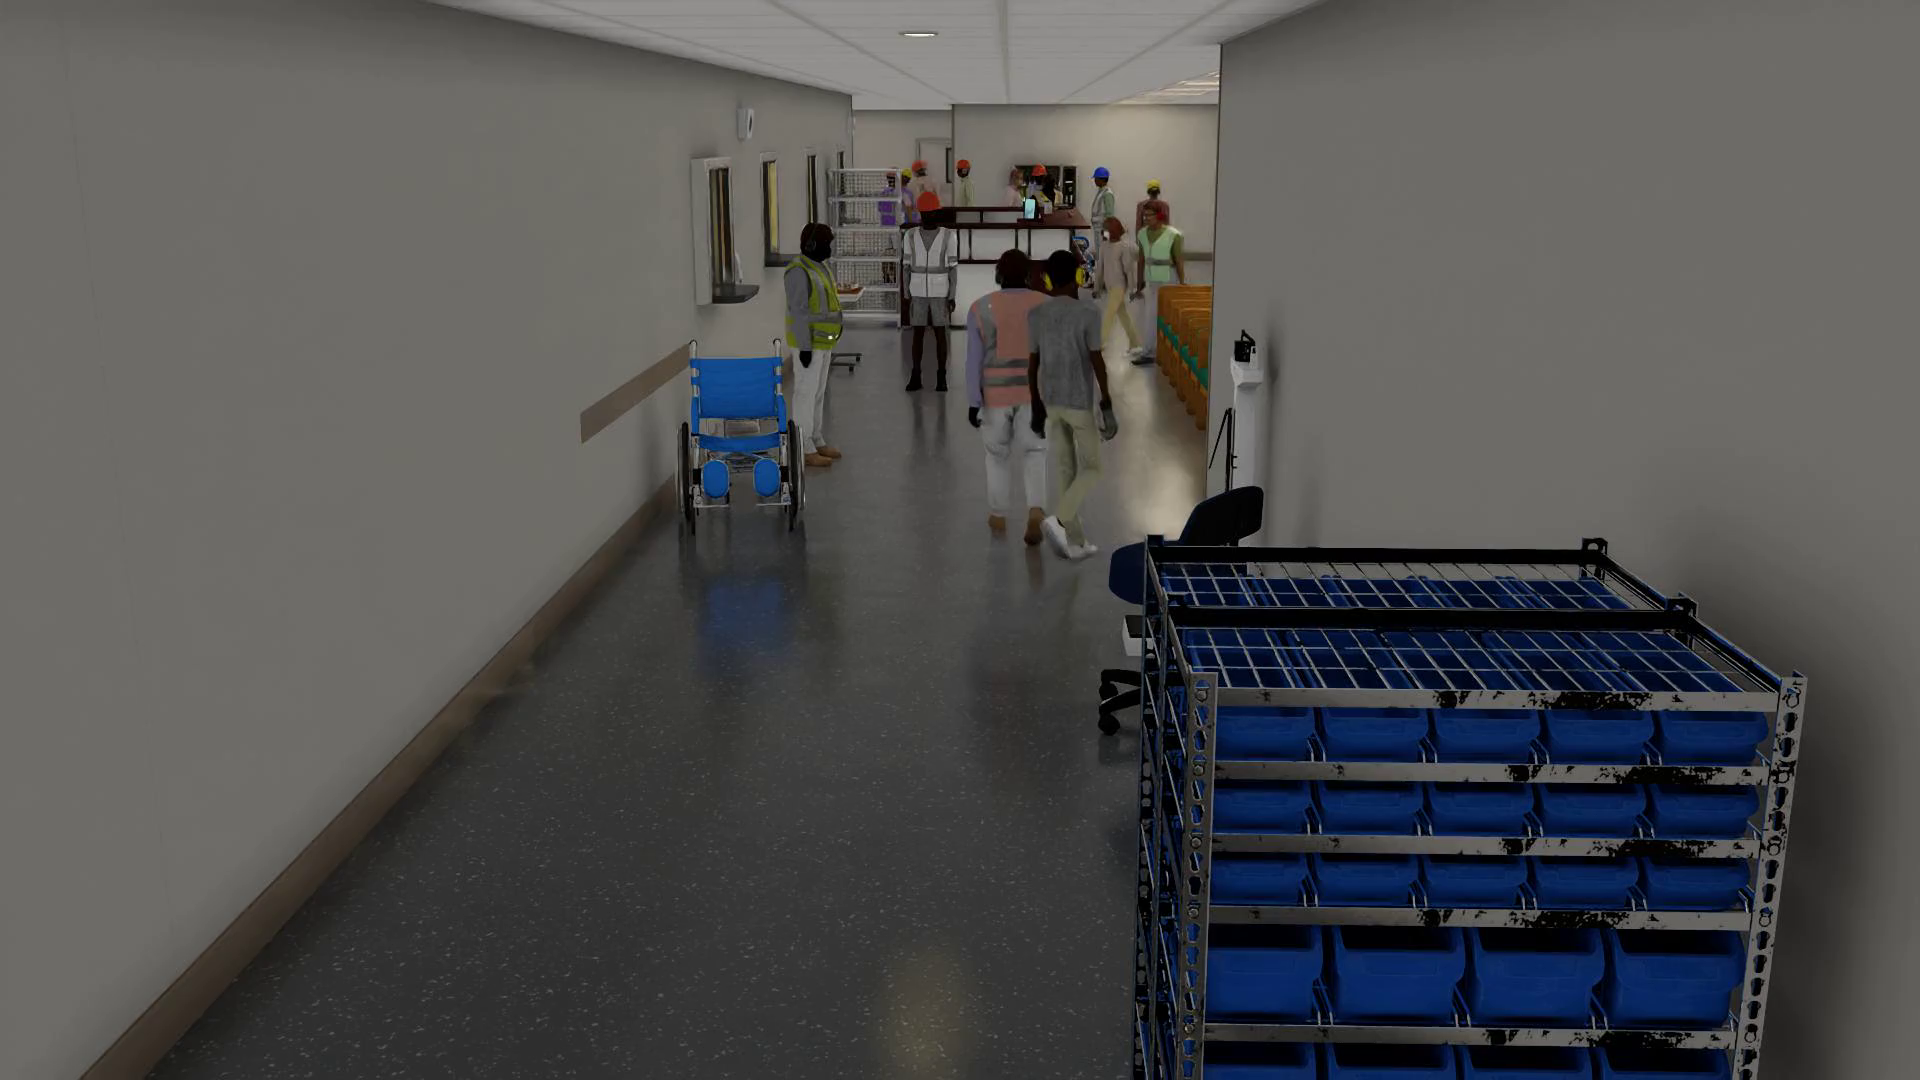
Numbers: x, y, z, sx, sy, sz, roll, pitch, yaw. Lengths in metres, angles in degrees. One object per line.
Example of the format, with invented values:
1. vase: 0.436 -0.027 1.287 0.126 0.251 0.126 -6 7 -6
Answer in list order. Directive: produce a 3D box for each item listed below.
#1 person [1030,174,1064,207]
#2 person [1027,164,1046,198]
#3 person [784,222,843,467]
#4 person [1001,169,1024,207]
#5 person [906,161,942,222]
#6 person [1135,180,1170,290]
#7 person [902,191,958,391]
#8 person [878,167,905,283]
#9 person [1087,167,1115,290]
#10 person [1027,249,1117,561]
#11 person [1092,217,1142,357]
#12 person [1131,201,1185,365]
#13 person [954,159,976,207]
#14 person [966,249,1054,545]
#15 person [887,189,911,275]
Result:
1. person: 1.419 -4.986 26.901 0.628 1.835 0.429 -7 16 -28
2. person: 1.413 -5.712 29.647 0.550 1.928 0.389 9 16 32
3. person: -1.107 -1.492 12.710 0.430 1.839 0.619 3 14 11
4. person: 0.922 -5.200 27.641 0.606 1.879 0.667 1 14 5
5. person: -0.649 -5.910 30.409 0.722 1.954 0.388 1 14 5
6. person: 3.055 -4.806 26.330 0.558 1.758 0.347 3 14 11
7. person: -0.298 -2.419 16.258 0.542 1.939 0.359 2 14 8
8. person: -1.077 -5.059 26.983 0.543 1.932 0.370 13 19 42
9. person: 2.279 -4.996 26.692 0.390 1.946 0.614 -3 14 -11
10. person: 0.618 -0.758 9.717 0.608 1.837 0.552 10 17 34
11. person: 1.723 -2.809 18.576 0.877 1.581 0.519 -7 16 -27
12. person: 2.266 -2.849 18.336 0.955 1.781 0.587 -10 17 -36
13. person: 0.088 -6.038 30.826 0.397 1.992 0.621 -2 14 -9
14. person: 0.354 -0.885 10.310 0.636 1.816 0.867 -1 14 -5
15. person: -1.105 -5.591 29.338 0.507 1.838 0.342 -5 15 -18
